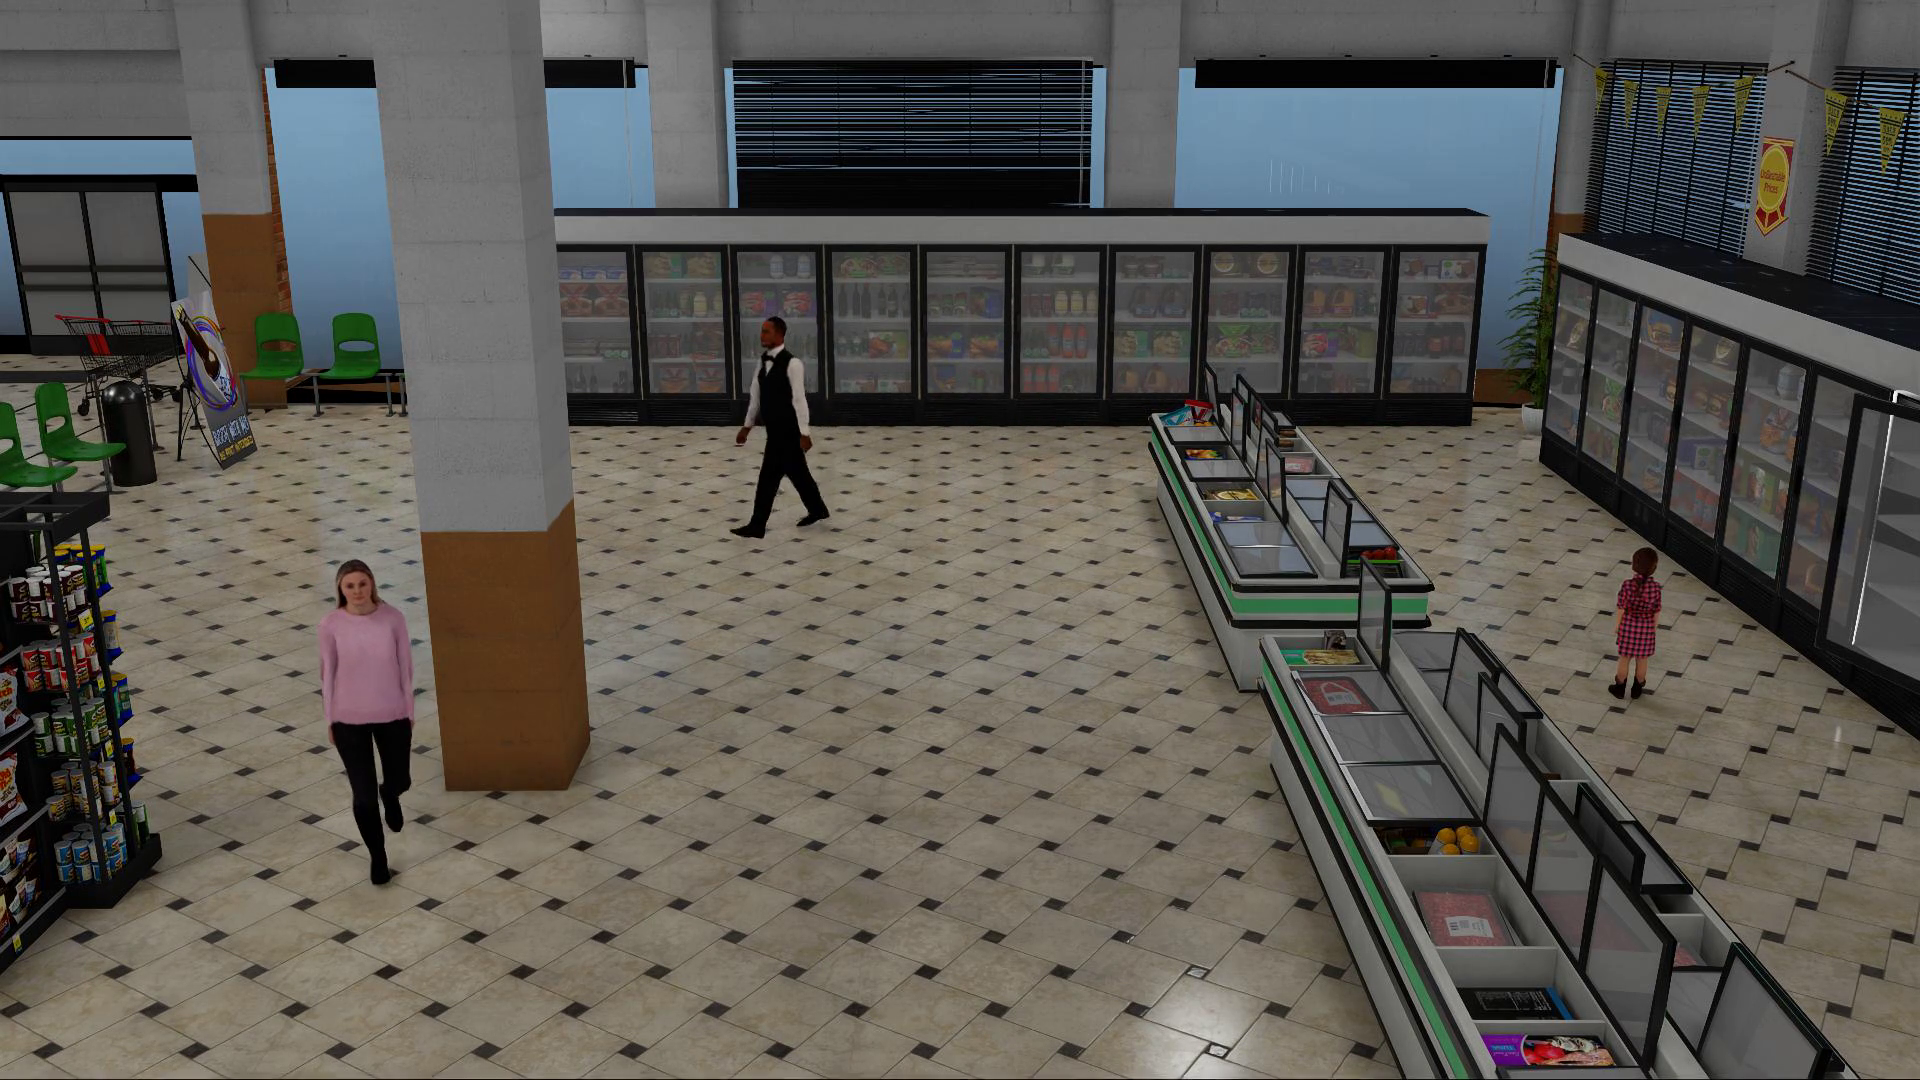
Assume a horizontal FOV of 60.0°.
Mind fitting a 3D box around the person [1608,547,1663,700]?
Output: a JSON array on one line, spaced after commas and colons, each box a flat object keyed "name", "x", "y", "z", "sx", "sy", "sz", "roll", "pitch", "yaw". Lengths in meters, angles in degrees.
[{"name": "person", "x": 4.378, "y": 0.537, "z": 10.768, "sx": 0.452, "sy": 1.022, "sz": 0.473, "roll": 3, "pitch": 17, "yaw": 9}]

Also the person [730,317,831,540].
[{"name": "person", "x": -1.439, "y": -0.953, "z": 14.213, "sx": 1.240, "sy": 1.871, "sz": 1.289, "roll": -12, "pitch": 20, "yaw": -34}]

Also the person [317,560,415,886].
[{"name": "person", "x": -3.020, "y": 0.886, "z": 8.498, "sx": 0.816, "sy": 1.672, "sz": 0.979, "roll": -7, "pitch": 18, "yaw": -22}]
